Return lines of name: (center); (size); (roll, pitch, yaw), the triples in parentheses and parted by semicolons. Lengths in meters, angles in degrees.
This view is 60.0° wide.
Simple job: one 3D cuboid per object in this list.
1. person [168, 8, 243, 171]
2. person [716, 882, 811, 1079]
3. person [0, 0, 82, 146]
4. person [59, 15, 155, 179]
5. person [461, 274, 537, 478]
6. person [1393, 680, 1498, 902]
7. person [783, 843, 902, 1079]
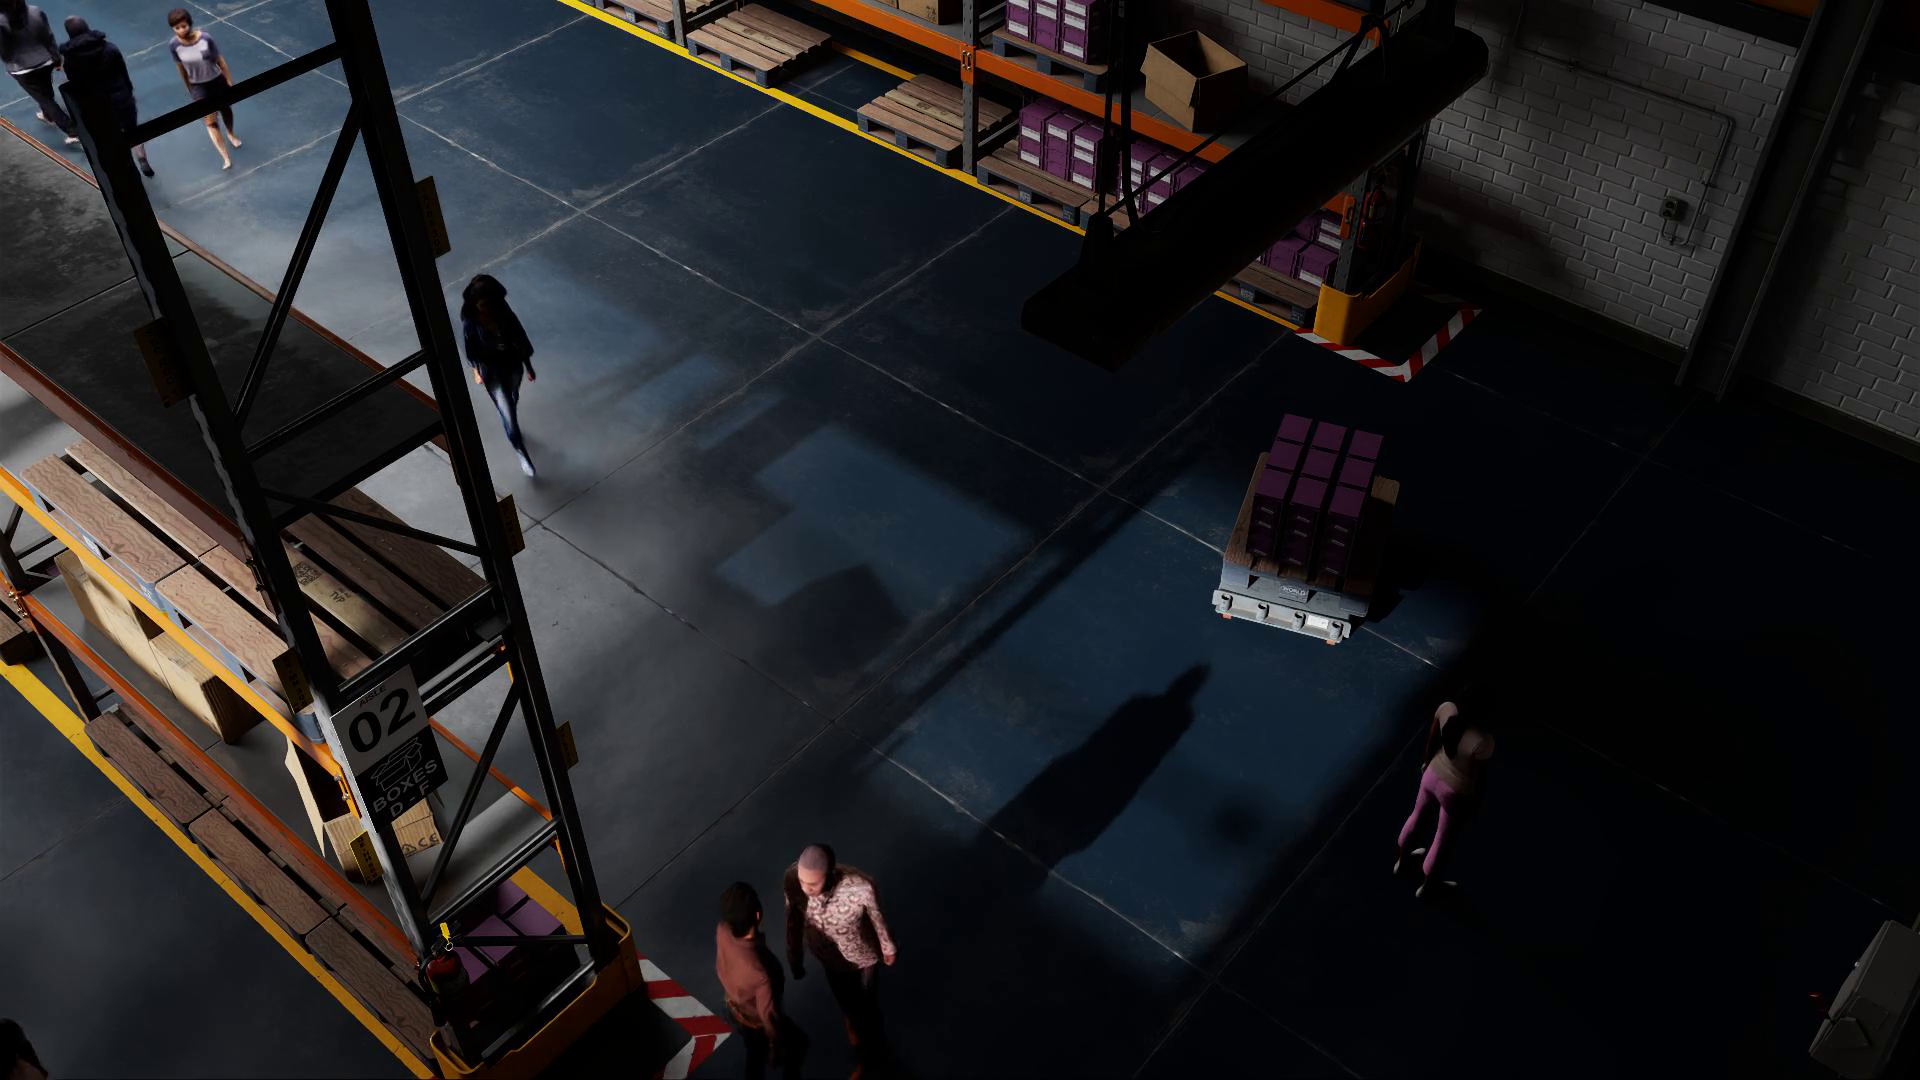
person: (-7.097, -4.326, 15.676); (0.836, 1.515, 1.108); (-22, 48, -22)
person: (-1.102, 2.448, 8.405); (0.845, 1.737, 0.684); (-24, 49, -23)
person: (-8.783, -4.495, 15.821); (1.124, 1.560, 0.767); (23, 48, 22)
person: (-7.770, -3.998, 15.223); (0.757, 1.666, 0.846); (-27, 50, -26)
person: (-3.443, -1.308, 12.460); (0.874, 1.581, 1.114); (-20, 47, -19)
person: (2.789, 1.406, 9.495); (0.711, 1.741, 0.569); (-21, 47, -20)
person: (-0.594, 2.062, 8.777); (0.926, 1.783, 0.976); (6, 44, 6)
